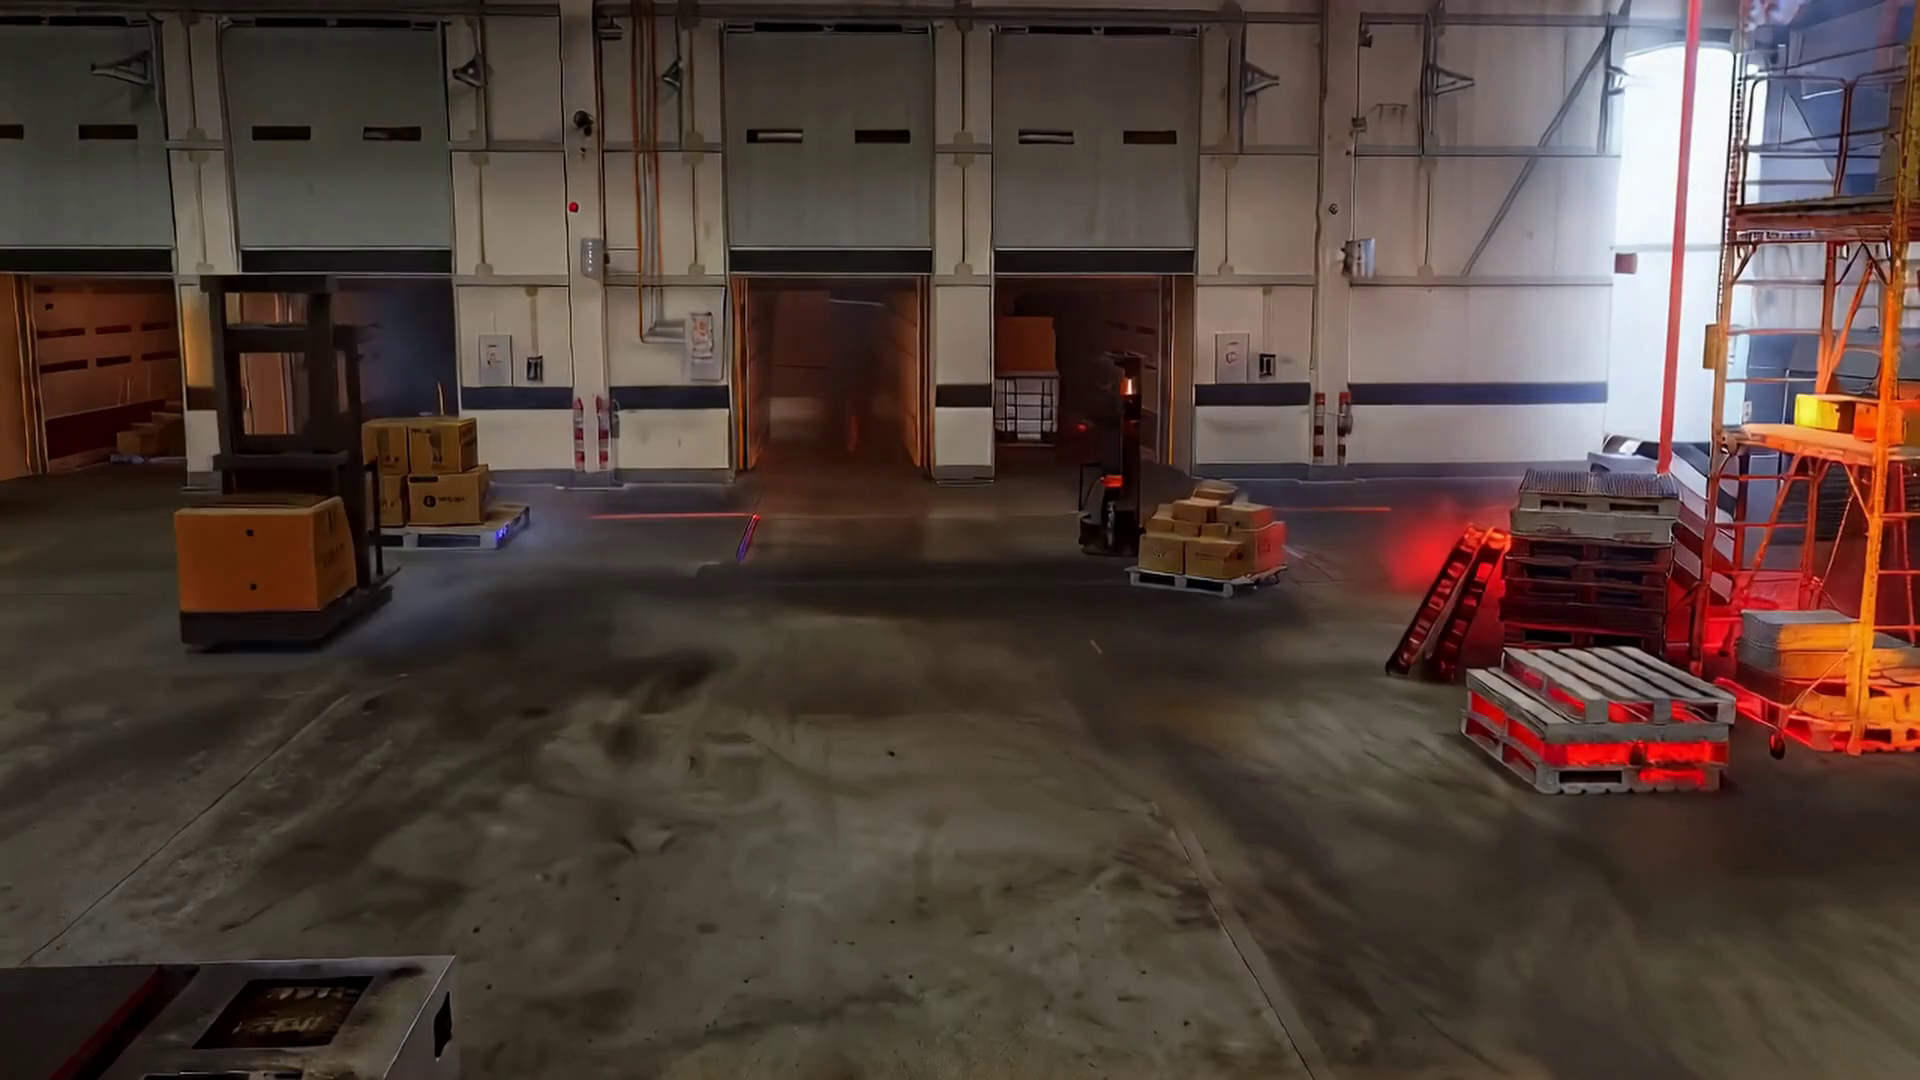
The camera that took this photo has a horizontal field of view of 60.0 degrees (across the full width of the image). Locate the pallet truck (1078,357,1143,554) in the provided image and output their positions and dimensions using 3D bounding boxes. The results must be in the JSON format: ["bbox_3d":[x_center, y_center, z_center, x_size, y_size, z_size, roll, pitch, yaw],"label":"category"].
[{"bbox_3d":[2.088,-0.836,16.757,1.885,1.965,0.823,2,9,13],"label":"pallet truck"}]

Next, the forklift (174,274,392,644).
[{"bbox_3d":[-5.380,-0.700,13.143,1.129,2.768,1.873,-1,9,-4],"label":"forklift"}]
